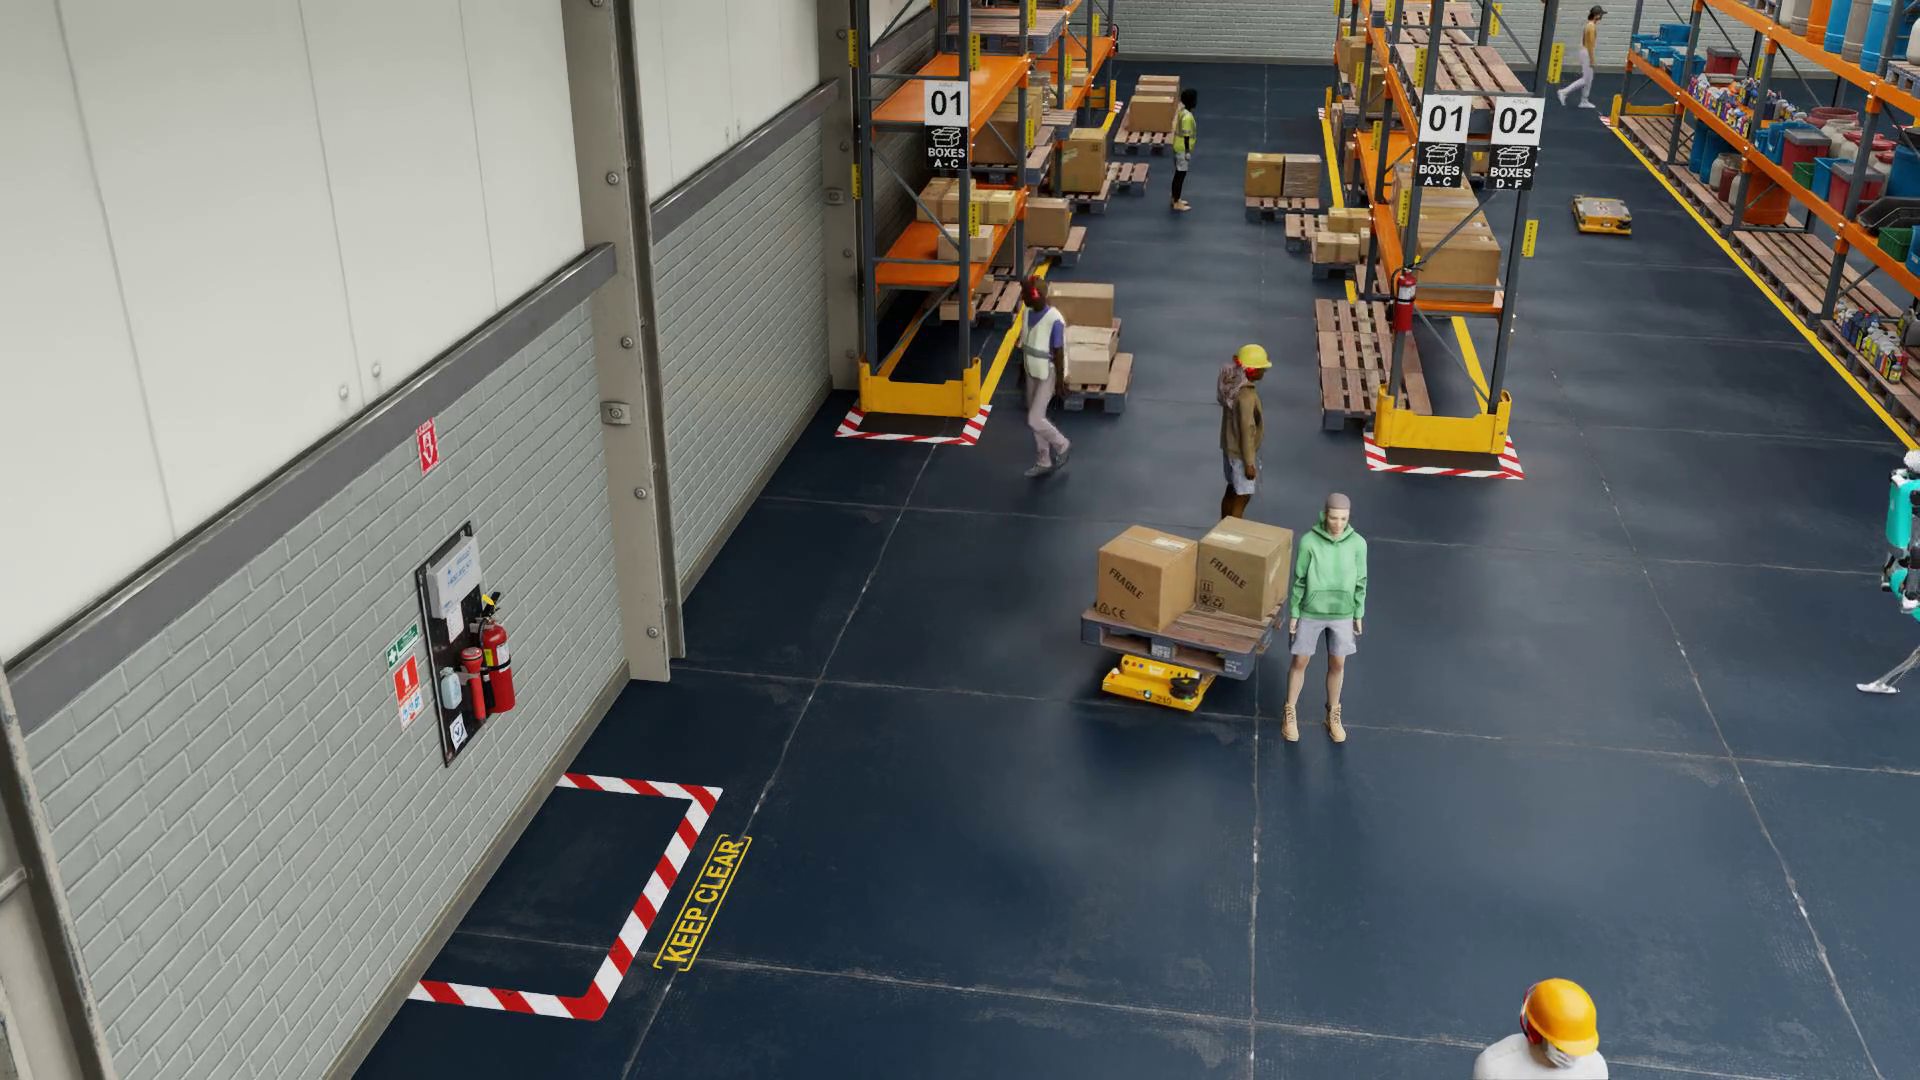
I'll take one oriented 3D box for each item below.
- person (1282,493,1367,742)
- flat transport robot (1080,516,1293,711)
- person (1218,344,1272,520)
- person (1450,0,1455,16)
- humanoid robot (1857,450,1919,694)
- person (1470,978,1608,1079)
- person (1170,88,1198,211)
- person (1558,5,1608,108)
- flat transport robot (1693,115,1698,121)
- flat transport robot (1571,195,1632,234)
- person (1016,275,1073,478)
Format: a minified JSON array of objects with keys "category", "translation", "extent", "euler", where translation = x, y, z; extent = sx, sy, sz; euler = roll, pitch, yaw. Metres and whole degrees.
[{"category":"person","translation":[2.324,0.489,10.585],"extent":[0.471,1.735,0.326],"euler":[1,25,3]},{"category":"flat transport robot","translation":[1.569,0.746,11.762],"extent":[0.659,0.231,1.431],"euler":[12,27,23]},{"category":"person","translation":[2.201,-0.685,13.078],"extent":[0.410,1.768,0.564],"euler":[-2,25,-4]},{"category":"person","translation":[9.284,-9.432,31.784],"extent":[0.325,1.761,0.522],"euler":[-11,27,-22]},{"category":"humanoid robot","translation":[6.514,0.299,11.051],"extent":[0.873,1.845,0.555],"euler":[4,25,9]},{"category":"person","translation":[2.122,2.414,6.283],"extent":[0.578,1.887,0.392],"euler":[-1,25,-2]},{"category":"person","translation":[3.163,-5.513,23.479],"extent":[0.322,1.690,0.531],"euler":[0,25,0]},{"category":"person","translation":[11.402,-8.816,30.370],"extent":[0.651,1.841,0.524],"euler":[6,26,13]},{"category":"flat transport robot","translation":[13.424,-7.287,28.953],"extent":[0.659,0.231,1.431],"euler":[-2,25,-4]},{"category":"flat transport robot","translation":[8.855,-4.489,22.965],"extent":[0.659,0.231,1.431],"euler":[6,26,13]},{"category":"person","translation":[0.699,-1.422,14.568],"extent":[0.462,1.815,0.593],"euler":[-14,28,-27]}]
